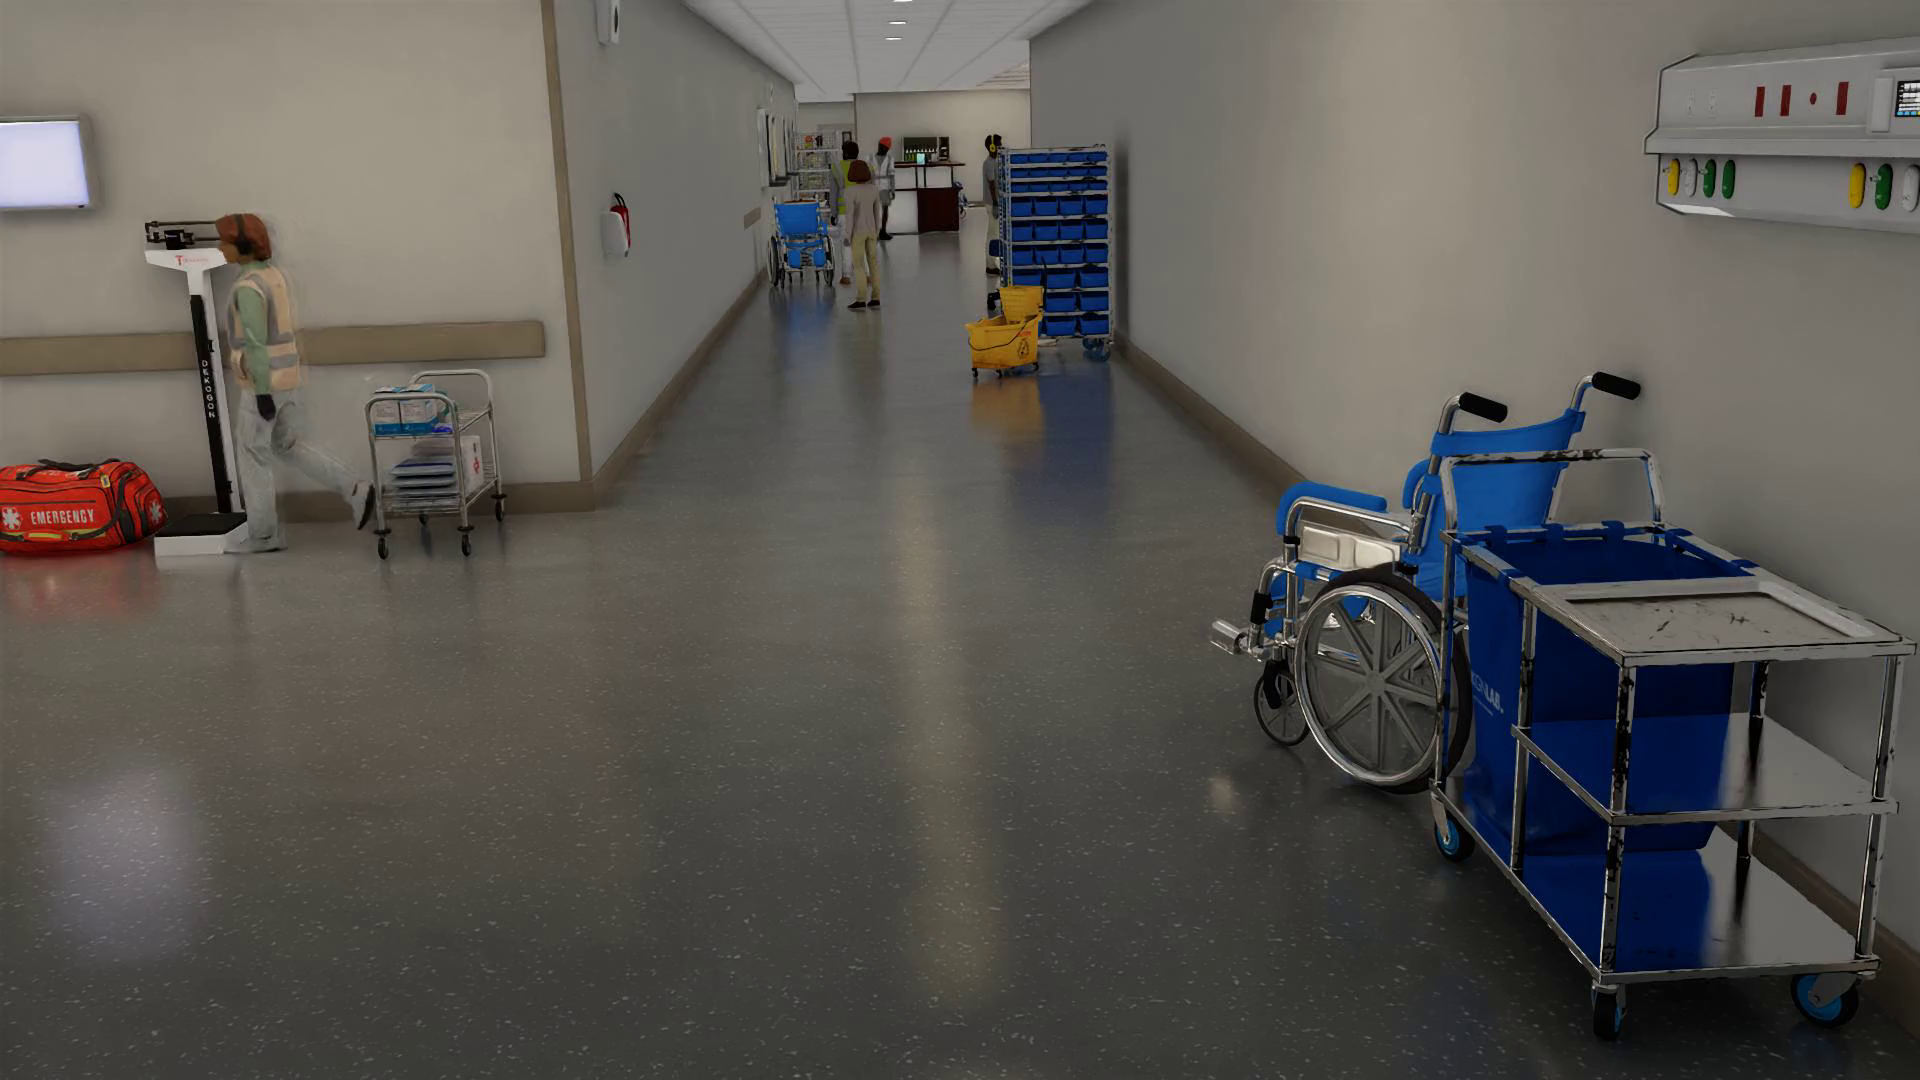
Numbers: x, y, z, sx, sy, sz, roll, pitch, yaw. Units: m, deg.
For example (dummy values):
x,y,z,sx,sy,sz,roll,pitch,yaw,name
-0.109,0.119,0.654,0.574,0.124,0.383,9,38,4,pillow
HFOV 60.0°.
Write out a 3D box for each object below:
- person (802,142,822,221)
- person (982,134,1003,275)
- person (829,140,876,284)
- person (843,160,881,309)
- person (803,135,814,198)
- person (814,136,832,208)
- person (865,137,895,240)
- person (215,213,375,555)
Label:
x,y,z,sx,sy,sz,roll,pitch,yaw,name
-3.369,-8.140,37.908,0.403,1.819,0.599,8,16,33,person
0.474,-4.527,22.490,0.328,1.872,0.510,-2,14,-3,person
-1.395,-4.265,21.691,0.633,1.844,0.429,-5,14,-15,person
-1.091,-3.400,18.531,0.277,1.636,0.507,12,19,43,person
-4.631,-11.495,51.465,0.612,1.997,0.376,7,16,32,person
-3.657,-9.636,43.773,0.604,1.966,0.367,-2,14,0,person
-1.515,-6.491,30.780,0.639,1.885,0.498,-3,14,-7,person
-3.207,-0.738,7.881,0.632,1.614,0.519,-3,14,-5,person
